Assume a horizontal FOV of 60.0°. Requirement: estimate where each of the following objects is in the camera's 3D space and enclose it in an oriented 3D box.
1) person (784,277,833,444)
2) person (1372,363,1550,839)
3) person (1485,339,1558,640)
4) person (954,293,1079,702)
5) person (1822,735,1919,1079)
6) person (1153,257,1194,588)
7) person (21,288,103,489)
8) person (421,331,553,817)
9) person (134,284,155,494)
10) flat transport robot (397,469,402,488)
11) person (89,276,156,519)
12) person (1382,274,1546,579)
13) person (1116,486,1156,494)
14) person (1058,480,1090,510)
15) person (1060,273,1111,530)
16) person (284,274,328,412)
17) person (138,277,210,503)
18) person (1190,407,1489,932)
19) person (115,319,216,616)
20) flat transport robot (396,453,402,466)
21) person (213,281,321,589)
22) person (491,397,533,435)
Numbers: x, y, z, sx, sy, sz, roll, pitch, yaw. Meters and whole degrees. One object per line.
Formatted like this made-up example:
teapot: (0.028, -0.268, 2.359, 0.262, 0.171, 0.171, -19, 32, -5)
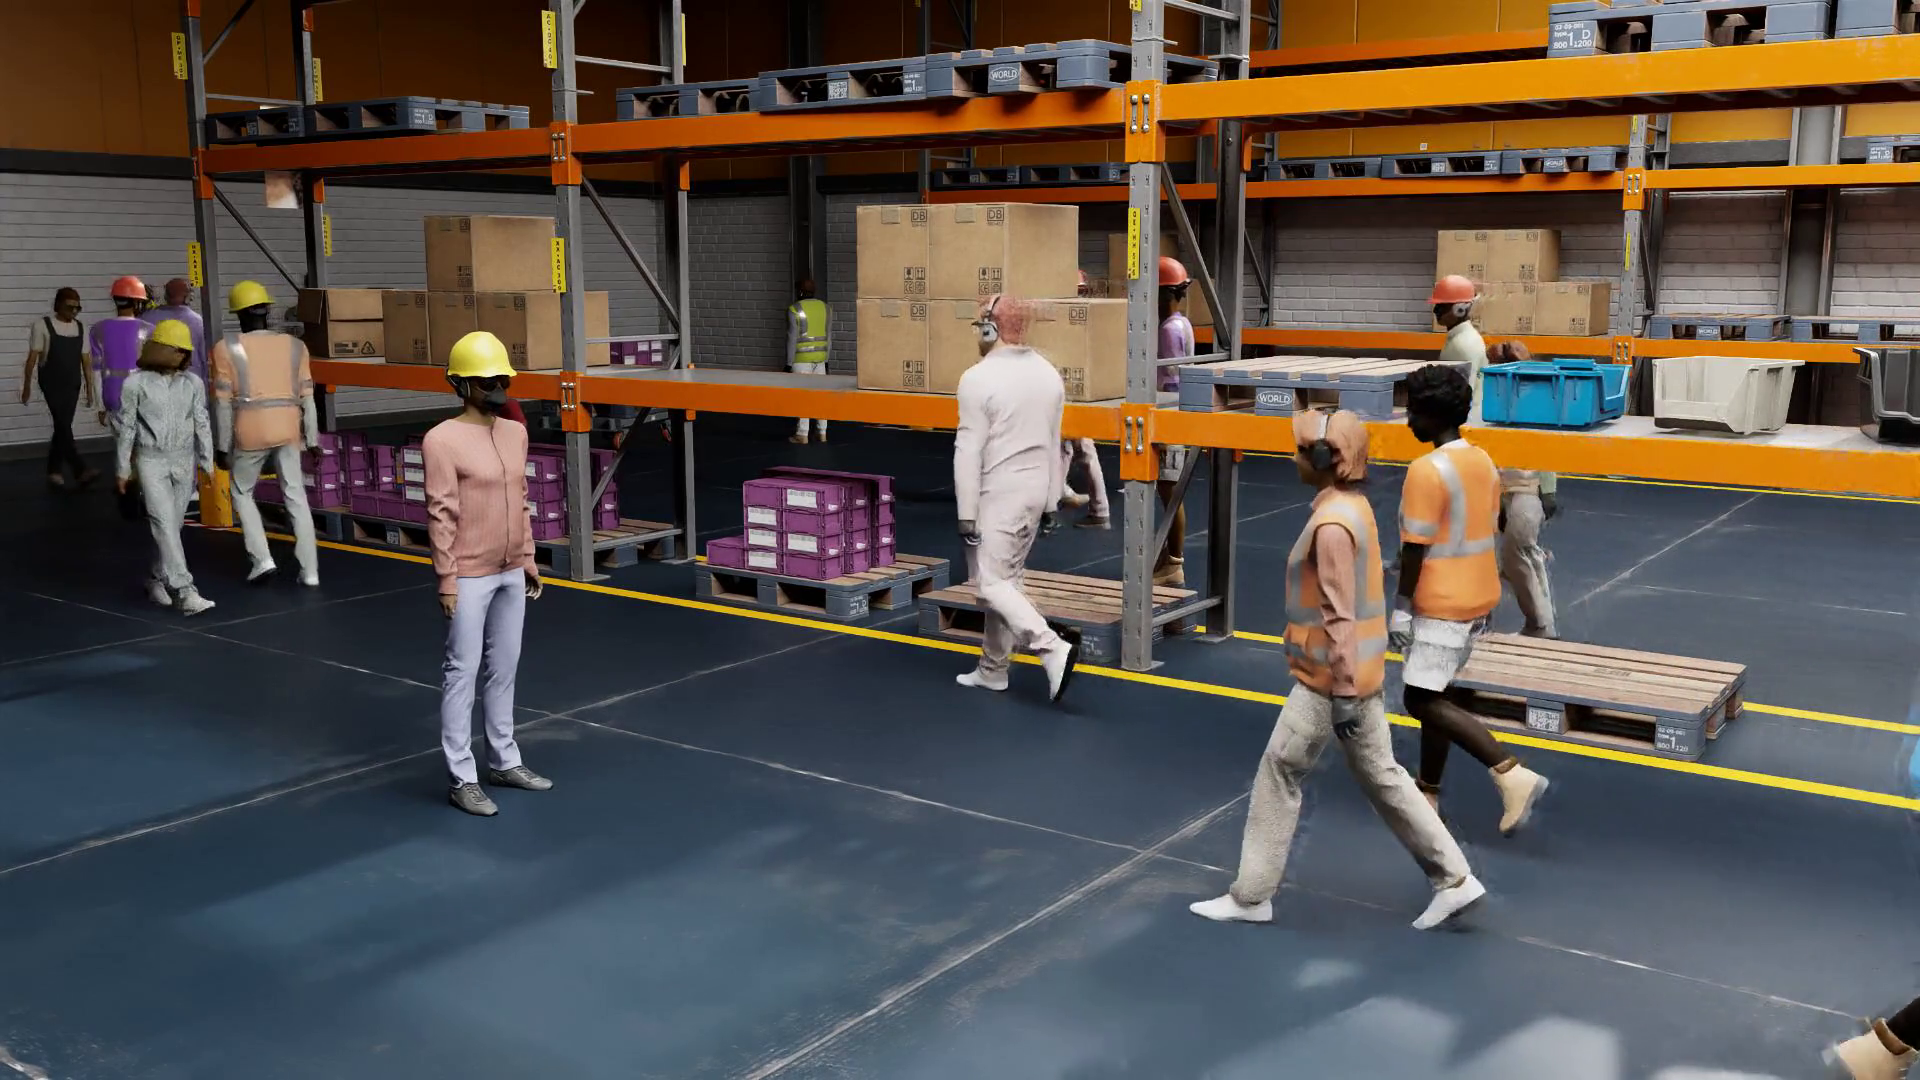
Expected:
person: (-1.708, -1.992, 18.499, 0.622, 1.845, 0.429, -9, 13, -43)
person: (1.761, 0.227, 5.772, 0.597, 1.671, 0.542, 8, 12, 39)
person: (2.968, -0.247, 8.772, 0.451, 1.604, 0.544, 0, 10, 2)
person: (0.260, -0.176, 7.584, 0.737, 1.885, 0.639, 8, 13, 41)
person: (2.255, 0.571, 3.672, 0.426, 1.685, 0.548, 3, 10, 17)
person: (1.261, -0.718, 10.311, 0.378, 2.044, 0.608, 1, 10, 8)
person: (-7.954, -1.335, 14.786, 0.962, 1.775, 0.590, 5, 11, 30)
person: (-1.745, 0.118, 6.155, 0.312, 1.768, 0.529, 4, 10, 24)
person: (-6.836, -1.273, 14.228, 0.465, 1.831, 0.576, -5, 11, -26)
flat transport robot: (-4.570, -0.491, 14.226, 1.431, 0.197, 0.652, -3, 10, -20)
person: (-6.420, -1.072, 12.808, 0.544, 1.912, 0.719, -1, 10, -4)
person: (3.246, -0.709, 10.571, 1.015, 1.951, 0.618, 1, 10, 6)
person: (1.569, -1.212, 14.448, 0.307, 1.641, 0.514, 6, 11, 33)
person: (0.595, -1.147, 13.648, 1.013, 1.783, 0.639, 3, 10, 18)
person: (0.766, -1.064, 12.629, 0.935, 1.942, 0.604, 5, 11, 28)
person: (-6.478, -1.763, 16.911, 0.632, 1.907, 1.009, 1, 10, 7)
person: (-6.510, -1.244, 13.905, 0.663, 1.885, 0.419, 0, 10, -2)
person: (1.179, 0.401, 4.968, 0.850, 1.601, 0.517, 3, 10, 20)
person: (-4.553, -0.420, 9.577, 0.838, 1.687, 0.503, 7, 12, 35)
flat transport robot: (-5.177, -0.637, 15.092, 0.652, 0.197, 1.431, -3, 10, -20)
person: (-4.264, -0.631, 10.231, 0.620, 1.894, 0.587, -9, 13, -44)
person: (-4.029, -1.351, 15.027, 0.774, 1.721, 0.496, -2, 10, -10)
